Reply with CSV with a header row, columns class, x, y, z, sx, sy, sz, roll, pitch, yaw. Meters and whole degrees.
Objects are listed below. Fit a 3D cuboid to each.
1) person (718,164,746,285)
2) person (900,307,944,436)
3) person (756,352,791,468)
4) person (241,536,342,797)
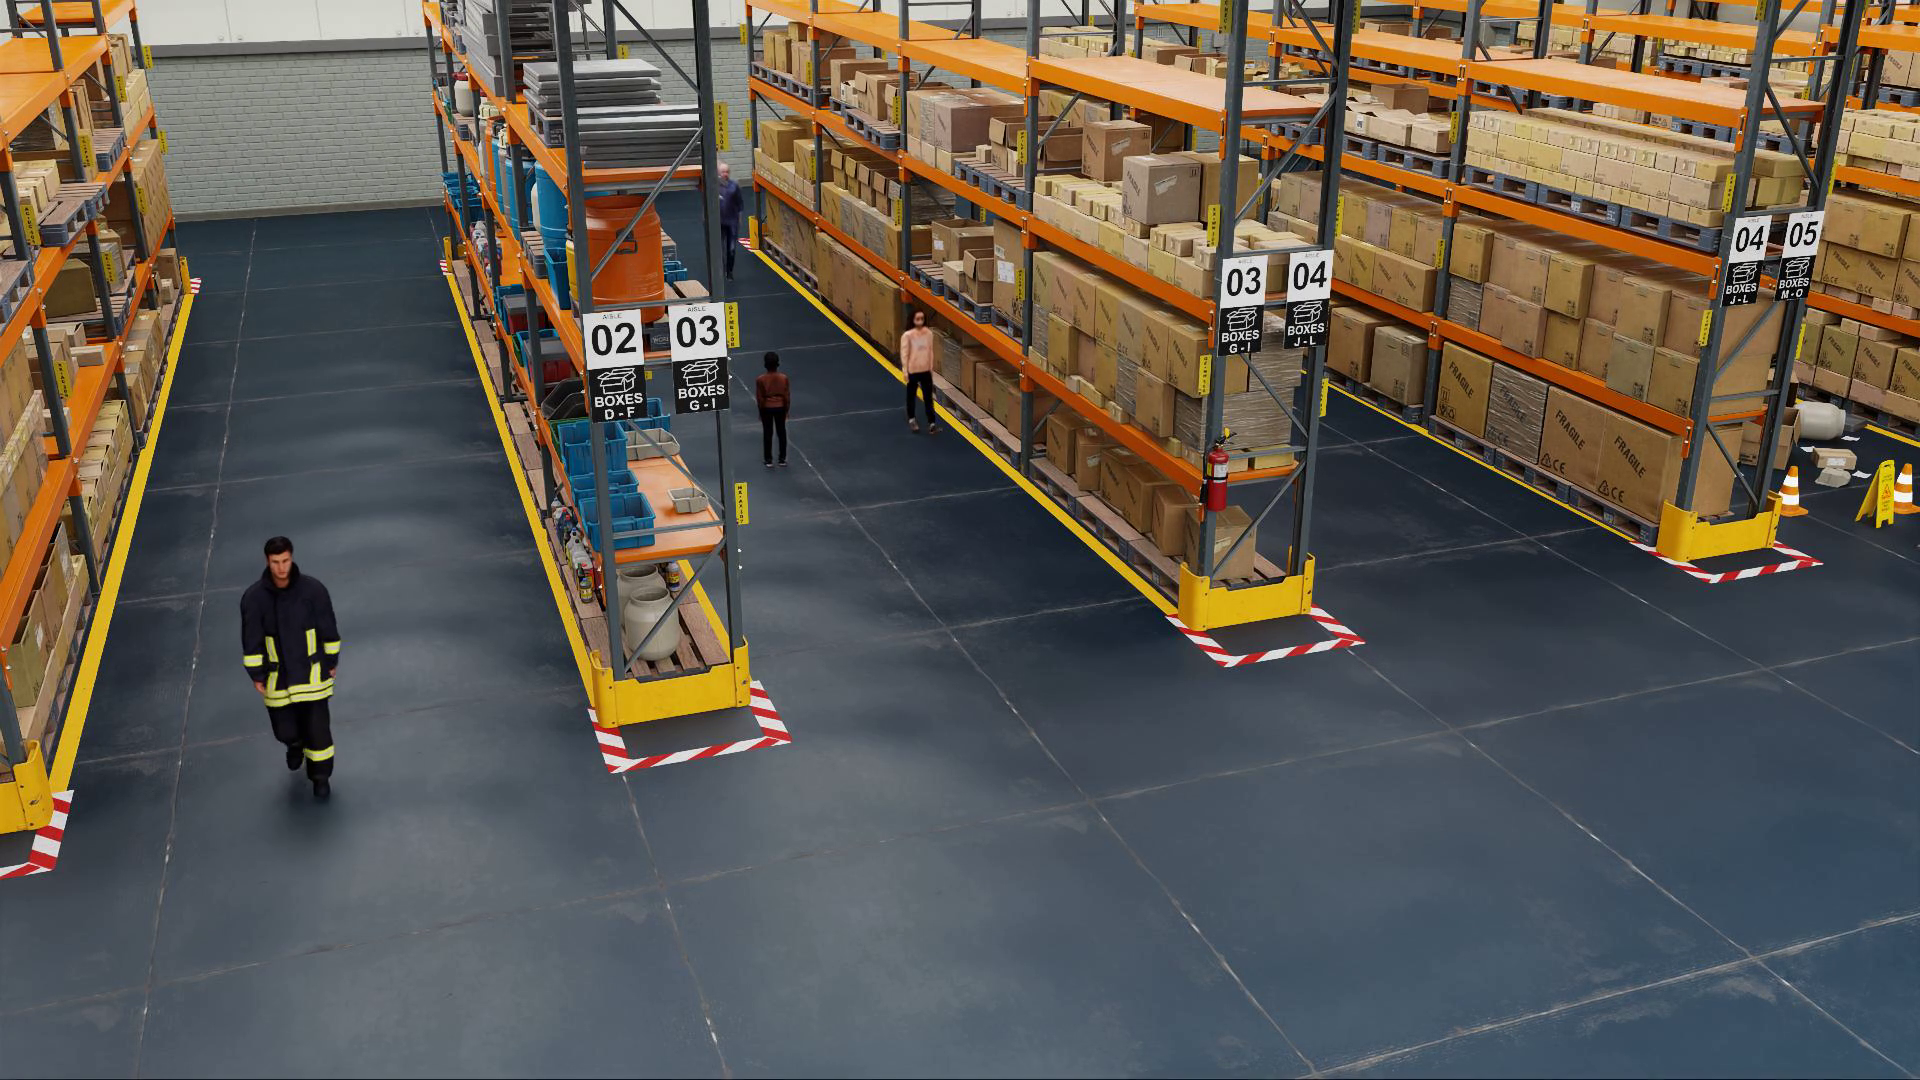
class,x,y,z,sx,sy,sz,roll,pitch,yaw
person,-3.631,-4.882,25.600,0.772,1.805,0.805,-6,23,-14
person,-0.501,-1.925,18.825,0.641,1.459,0.884,-10,24,-24
person,-2.008,-1.407,17.832,0.516,1.253,0.475,-7,23,-16
person,-4.604,0.831,11.485,0.802,1.917,0.869,-9,24,-21
